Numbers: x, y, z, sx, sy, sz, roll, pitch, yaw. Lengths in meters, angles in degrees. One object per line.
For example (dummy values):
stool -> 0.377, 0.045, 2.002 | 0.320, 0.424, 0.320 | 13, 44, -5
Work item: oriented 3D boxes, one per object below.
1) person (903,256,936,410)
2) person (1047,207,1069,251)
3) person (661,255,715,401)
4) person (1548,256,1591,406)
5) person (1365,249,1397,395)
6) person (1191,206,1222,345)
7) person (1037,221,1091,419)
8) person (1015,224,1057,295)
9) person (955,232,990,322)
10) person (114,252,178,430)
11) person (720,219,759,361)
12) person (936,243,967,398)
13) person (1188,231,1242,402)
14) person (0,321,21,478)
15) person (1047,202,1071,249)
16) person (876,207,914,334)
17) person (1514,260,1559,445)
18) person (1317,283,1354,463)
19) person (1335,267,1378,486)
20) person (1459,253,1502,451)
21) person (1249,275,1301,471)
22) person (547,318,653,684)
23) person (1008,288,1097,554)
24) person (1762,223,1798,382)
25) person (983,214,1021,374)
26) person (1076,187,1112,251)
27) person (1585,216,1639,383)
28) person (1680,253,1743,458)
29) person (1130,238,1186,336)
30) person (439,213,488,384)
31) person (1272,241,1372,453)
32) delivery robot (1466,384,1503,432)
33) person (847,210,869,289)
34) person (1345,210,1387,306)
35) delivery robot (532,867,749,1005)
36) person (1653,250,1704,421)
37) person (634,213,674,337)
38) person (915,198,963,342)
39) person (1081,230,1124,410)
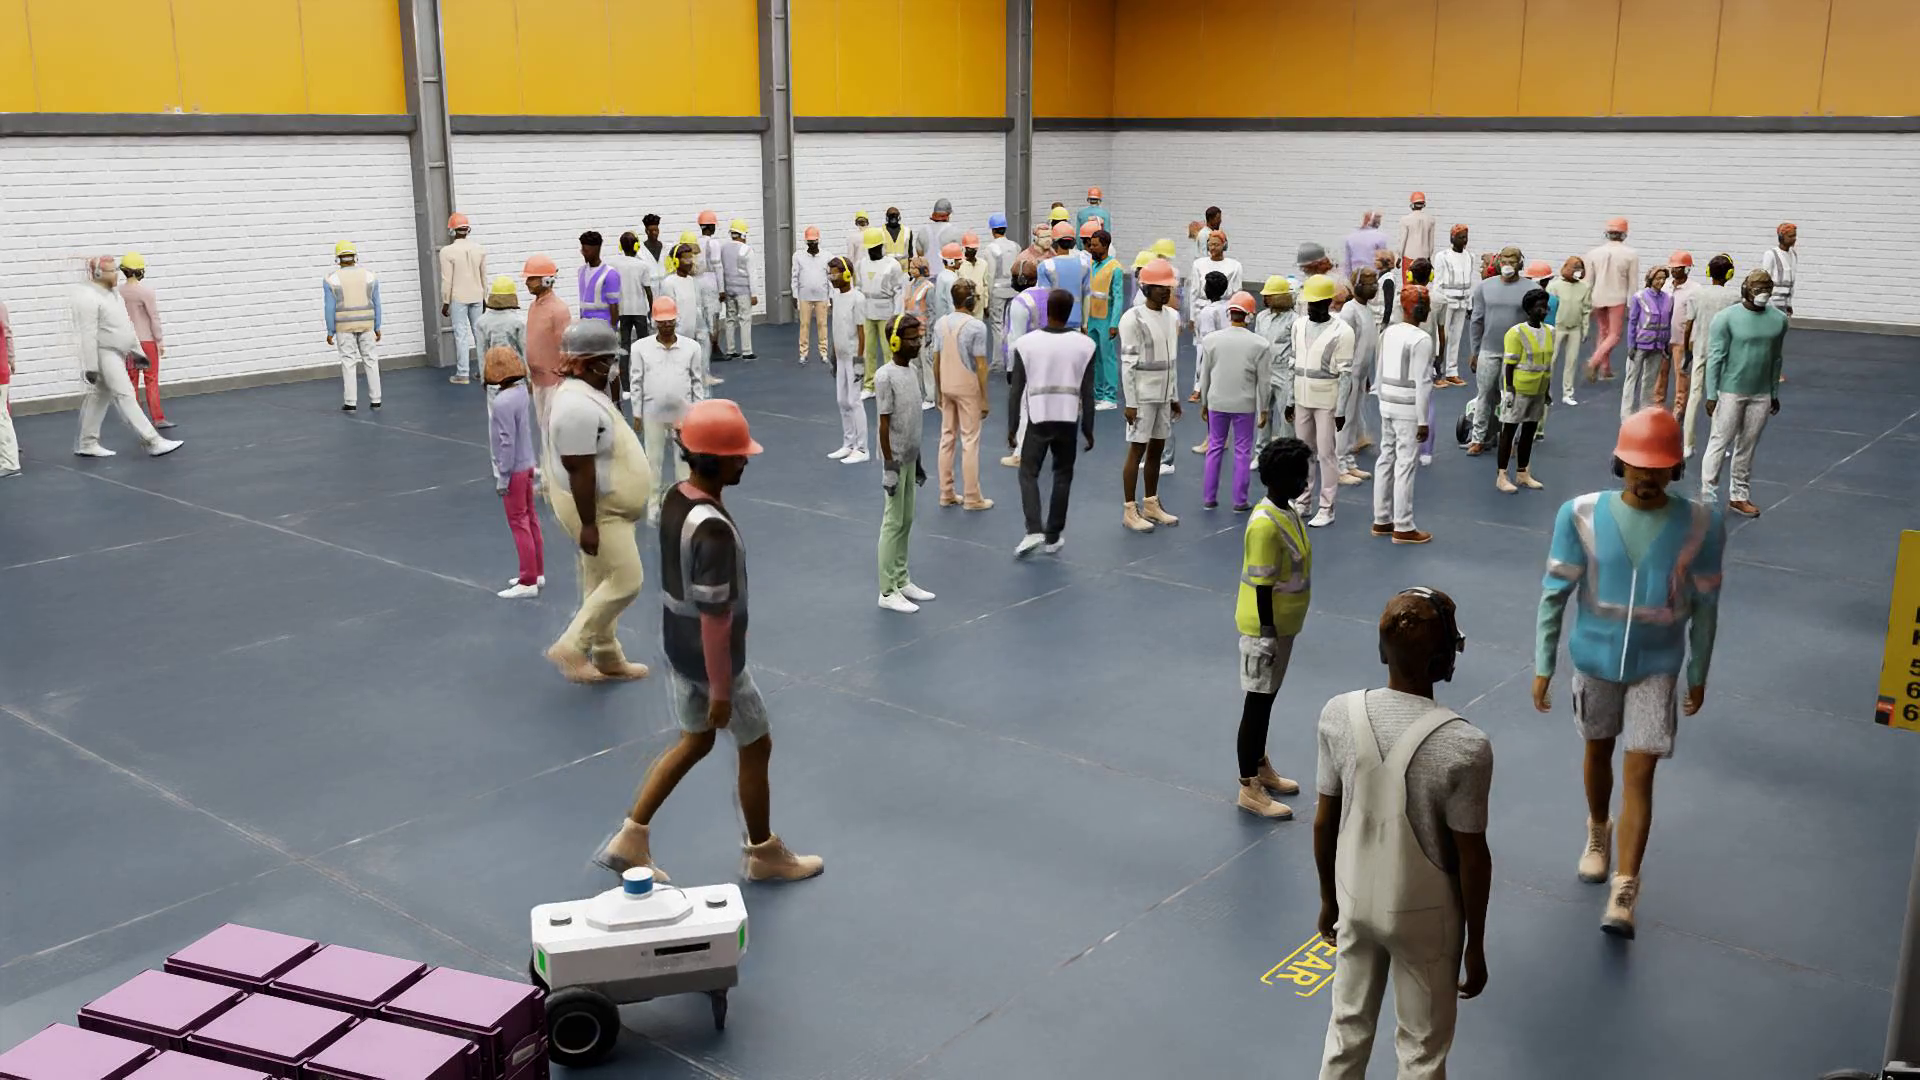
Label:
person -> -0.431, -2.218, 17.851 | 0.307, 1.640, 0.519 | -9, 17, -33
person -> 1.354, -3.523, 22.480 | 0.371, 1.929, 0.585 | 4, 15, 14
person -> -2.796, -2.167, 17.531 | 0.649, 1.697, 0.338 | -6, 15, -21
person -> 6.597, -2.270, 18.095 | 0.507, 1.628, 0.279 | -1, 14, -5
person -> 4.782, -2.463, 18.829 | 0.309, 1.639, 0.523 | 1, 14, 5
person -> 3.420, -3.656, 23.059 | 0.396, 1.906, 0.605 | 6, 15, 22
person -> 1.044, -2.240, 17.119 | 0.612, 2.043, 0.374 | -6, 15, -24
person -> 0.928, -2.638, 18.985 | 0.643, 1.910, 0.400 | -11, 18, -38
person -> 0.124, -2.818, 20.015 | 0.573, 1.749, 0.332 | -9, 17, -33
person -> -8.217, -1.989, 16.678 | 0.524, 1.769, 0.326 | 4, 15, 15
person -> -2.851, -3.227, 21.505 | 0.592, 1.826, 0.403 | 9, 17, 32
person -> -0.089, -2.367, 18.212 | 0.324, 1.752, 0.560 | -3, 14, -13
person -> 2.782, -2.434, 18.222 | 0.572, 1.883, 0.354 | 6, 15, 23
person -> -8.449, -1.410, 14.423 | 0.351, 1.738, 0.573 | -13, 19, -42
person -> 1.780, -5.294, 30.137 | 0.515, 1.641, 0.315 | 10, 17, 35
person -> -0.972, -3.928, 24.276 | 0.624, 1.845, 0.430 | -3, 14, -11
person -> 5.468, -1.784, 15.879 | 0.327, 1.753, 0.563 | 11, 18, 38
person -> 3.382, -1.467, 14.845 | 0.307, 1.641, 0.525 | -2, 14, -8
person -> 3.366, -1.397, 14.152 | 0.349, 1.846, 0.506 | 9, 17, 31
person -> 4.968, -1.755, 15.583 | 0.389, 1.846, 0.566 | 9, 16, 31
person -> 2.741, -1.430, 14.494 | 0.492, 1.740, 0.319 | 13, 19, 43
person -> -1.916, -0.187, 8.922 | 0.537, 2.000, 0.711 | -2, 14, -8
person -> 0.663, -0.823, 11.786 | 0.624, 1.887, 0.598 | 0, 14, -1
person -> 9.663, -2.799, 19.679 | 0.574, 1.882, 0.358 | -9, 17, -32
person -> 0.495, -3.023, 20.448 | 0.403, 1.943, 0.607 | 13, 19, 42
person -> 2.229, -4.851, 27.647 | 0.622, 1.997, 0.372 | 7, 16, 25
person -> 7.632, -2.820, 19.591 | 0.806, 1.970, 0.621 | -11, 18, -37
person -> 6.859, -1.668, 15.185 | 0.518, 1.874, 0.330 | 12, 18, 39
person -> 2.182, -2.434, 18.386 | 0.621, 1.799, 0.459 | -7, 16, -25
person -> -5.852, -2.847, 19.643 | 0.382, 1.995, 0.612 | 11, 18, 38
person -> 3.396, -1.812, 15.415 | 0.749, 2.000, 1.000 | -13, 19, -42
delivery robot -> 5.157, -1.278, 16.103 | 0.477, 0.478, 0.707 | 9, 16, 31
person -> -1.442, -4.025, 24.834 | 0.523, 1.760, 0.328 | -5, 15, -19
person -> 5.617, -3.632, 23.034 | 0.698, 1.869, 0.672 | -10, 17, -35
delivery robot -> -1.075, 1.346, 5.617 | 0.707, 0.478, 0.477 | -4, 15, -14
person -> 7.377, -2.112, 17.194 | 0.329, 1.751, 0.571 | -9, 17, -31
person -> -3.713, -2.979, 20.226 | 0.614, 1.963, 0.361 | -8, 16, -30
person -> -0.227, -3.615, 22.619 | 0.681, 2.000, 0.536 | 8, 16, 29
person -> 1.526, -2.360, 17.852 | 0.380, 1.918, 0.596 | -8, 16, -29
